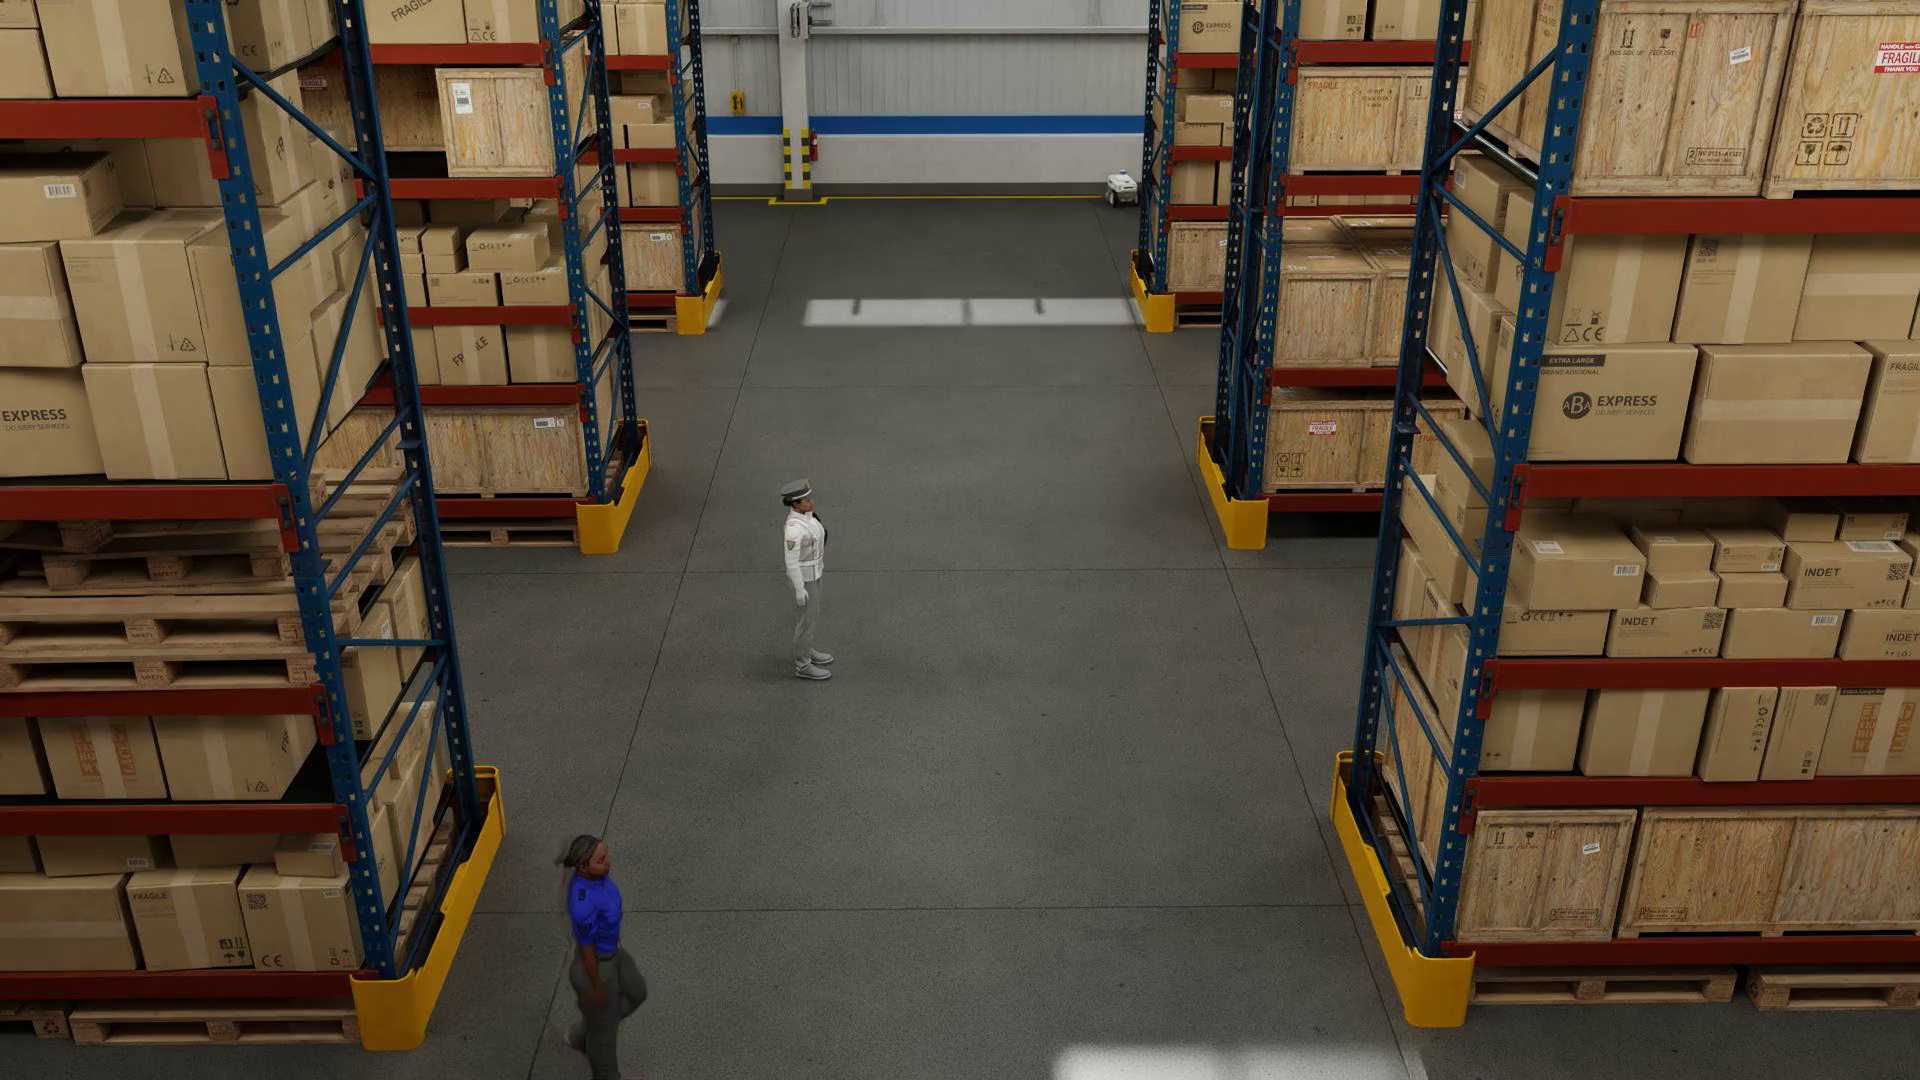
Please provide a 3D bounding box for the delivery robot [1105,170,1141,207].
[{"bbox_3d":[2.833,-5.876,28.031,0.667,0.535,0.743,-4,25,-9],"label":"delivery robot"}]

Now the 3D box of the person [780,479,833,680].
[{"bbox_3d":[-1.228,0.294,13.338,0.358,1.689,0.473,1,25,2],"label":"person"}]

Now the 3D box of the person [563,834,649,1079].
[{"bbox_3d":[-1.976,2.304,9.033,0.485,1.661,0.461,-1,25,-3],"label":"person"}]
